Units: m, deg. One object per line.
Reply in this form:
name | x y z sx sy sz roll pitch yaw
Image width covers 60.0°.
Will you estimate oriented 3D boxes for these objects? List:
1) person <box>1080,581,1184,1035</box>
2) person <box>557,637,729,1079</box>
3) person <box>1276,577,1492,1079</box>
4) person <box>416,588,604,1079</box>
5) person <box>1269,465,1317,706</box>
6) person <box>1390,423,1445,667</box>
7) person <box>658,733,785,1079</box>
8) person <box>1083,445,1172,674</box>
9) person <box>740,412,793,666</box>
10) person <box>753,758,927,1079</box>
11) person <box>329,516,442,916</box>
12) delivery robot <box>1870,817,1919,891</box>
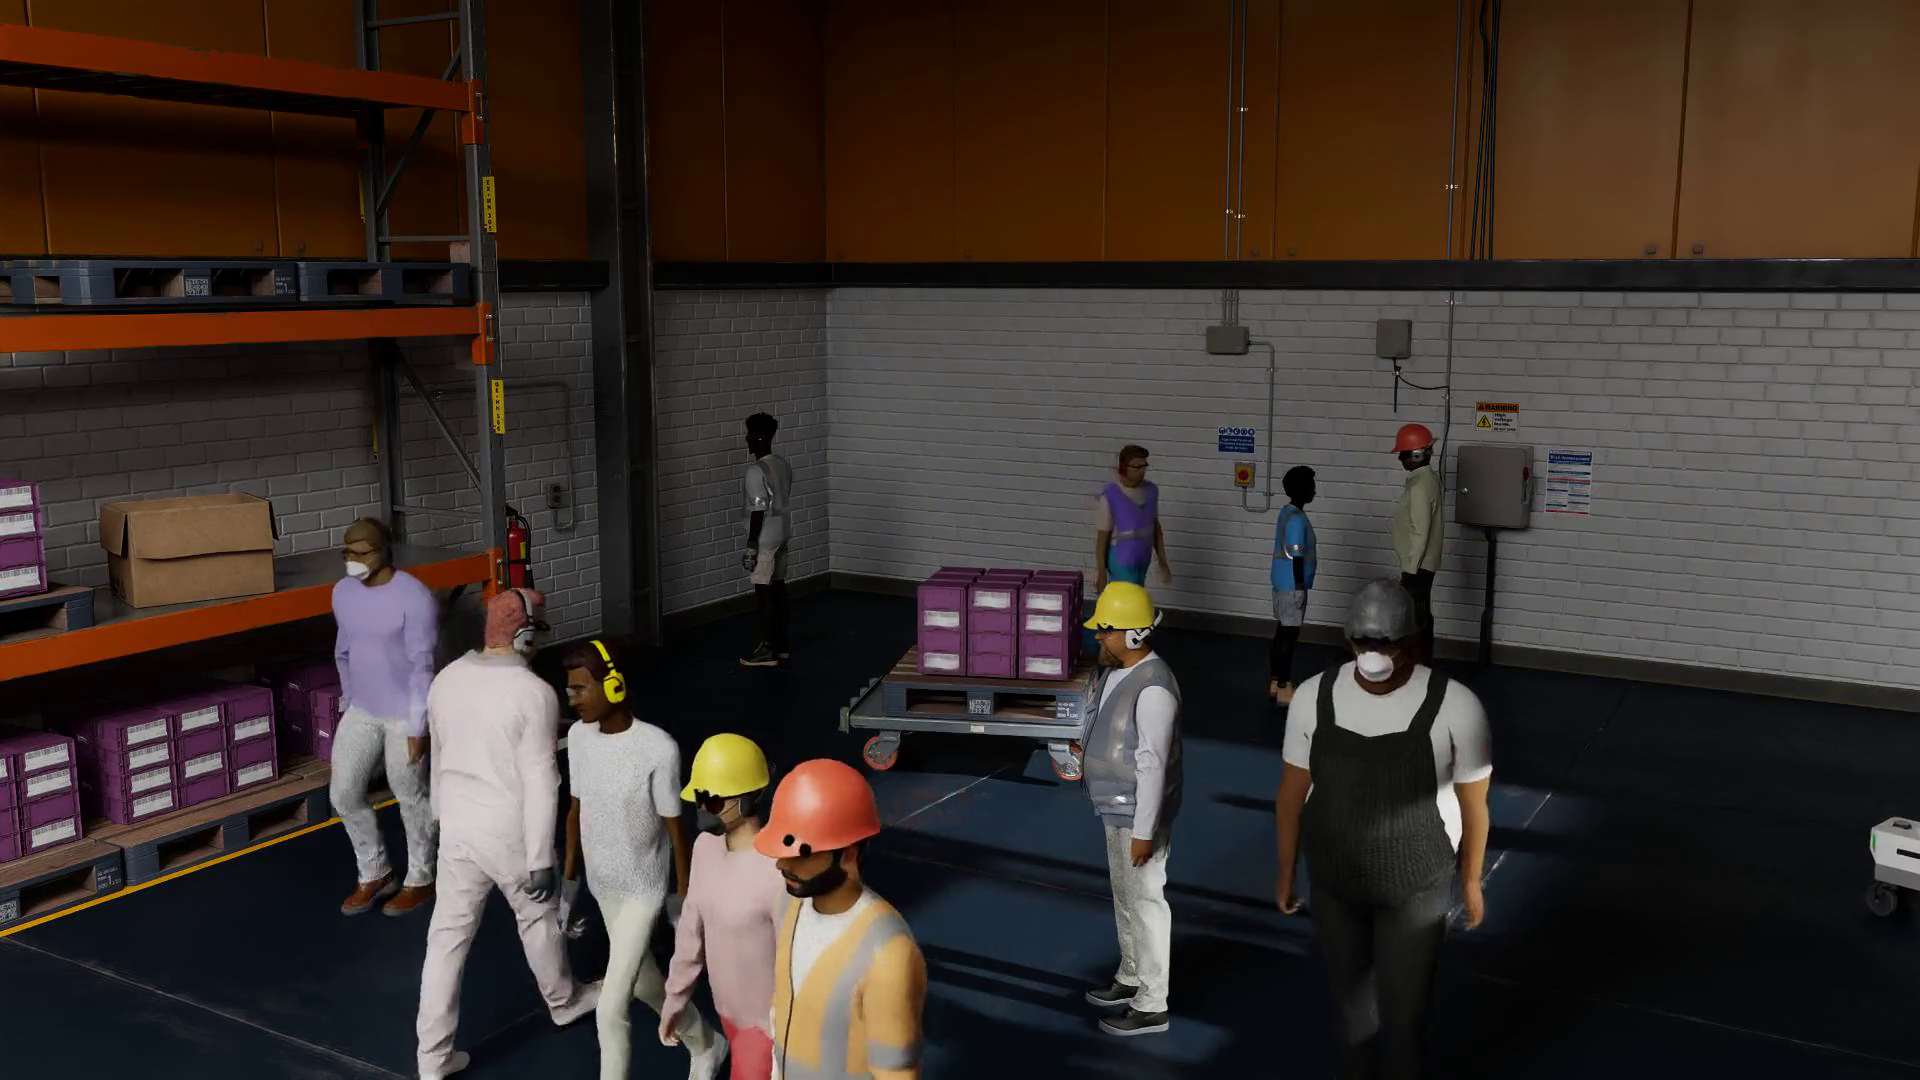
person | 0.681 1.063 6.684 0.405 1.824 0.586 -2 9 -11
person | -1.122 1.212 5.796 0.535 1.823 0.954 6 11 34
person | 1.399 1.114 5.669 0.716 2.000 0.578 5 11 31
person | -1.744 1.093 6.371 0.778 1.843 0.979 5 10 29
person | 2.349 0.318 11.707 0.317 1.695 0.540 0 9 3
person | 3.203 0.170 11.726 0.388 1.987 0.608 4 10 21
person | -0.649 1.399 4.874 0.905 1.716 0.544 -7 11 -37
person | 1.189 0.182 12.238 0.632 1.807 0.887 -9 13 -44
person | -1.511 -0.008 12.904 0.368 1.966 0.602 3 10 17
person | -0.232 1.434 4.051 0.615 1.918 0.566 -5 11 -31
person | -2.700 0.841 7.761 0.657 1.916 0.578 4 10 22
delivery robot | 4.622 1.484 7.689 0.477 0.478 0.707 -8 12 -40
